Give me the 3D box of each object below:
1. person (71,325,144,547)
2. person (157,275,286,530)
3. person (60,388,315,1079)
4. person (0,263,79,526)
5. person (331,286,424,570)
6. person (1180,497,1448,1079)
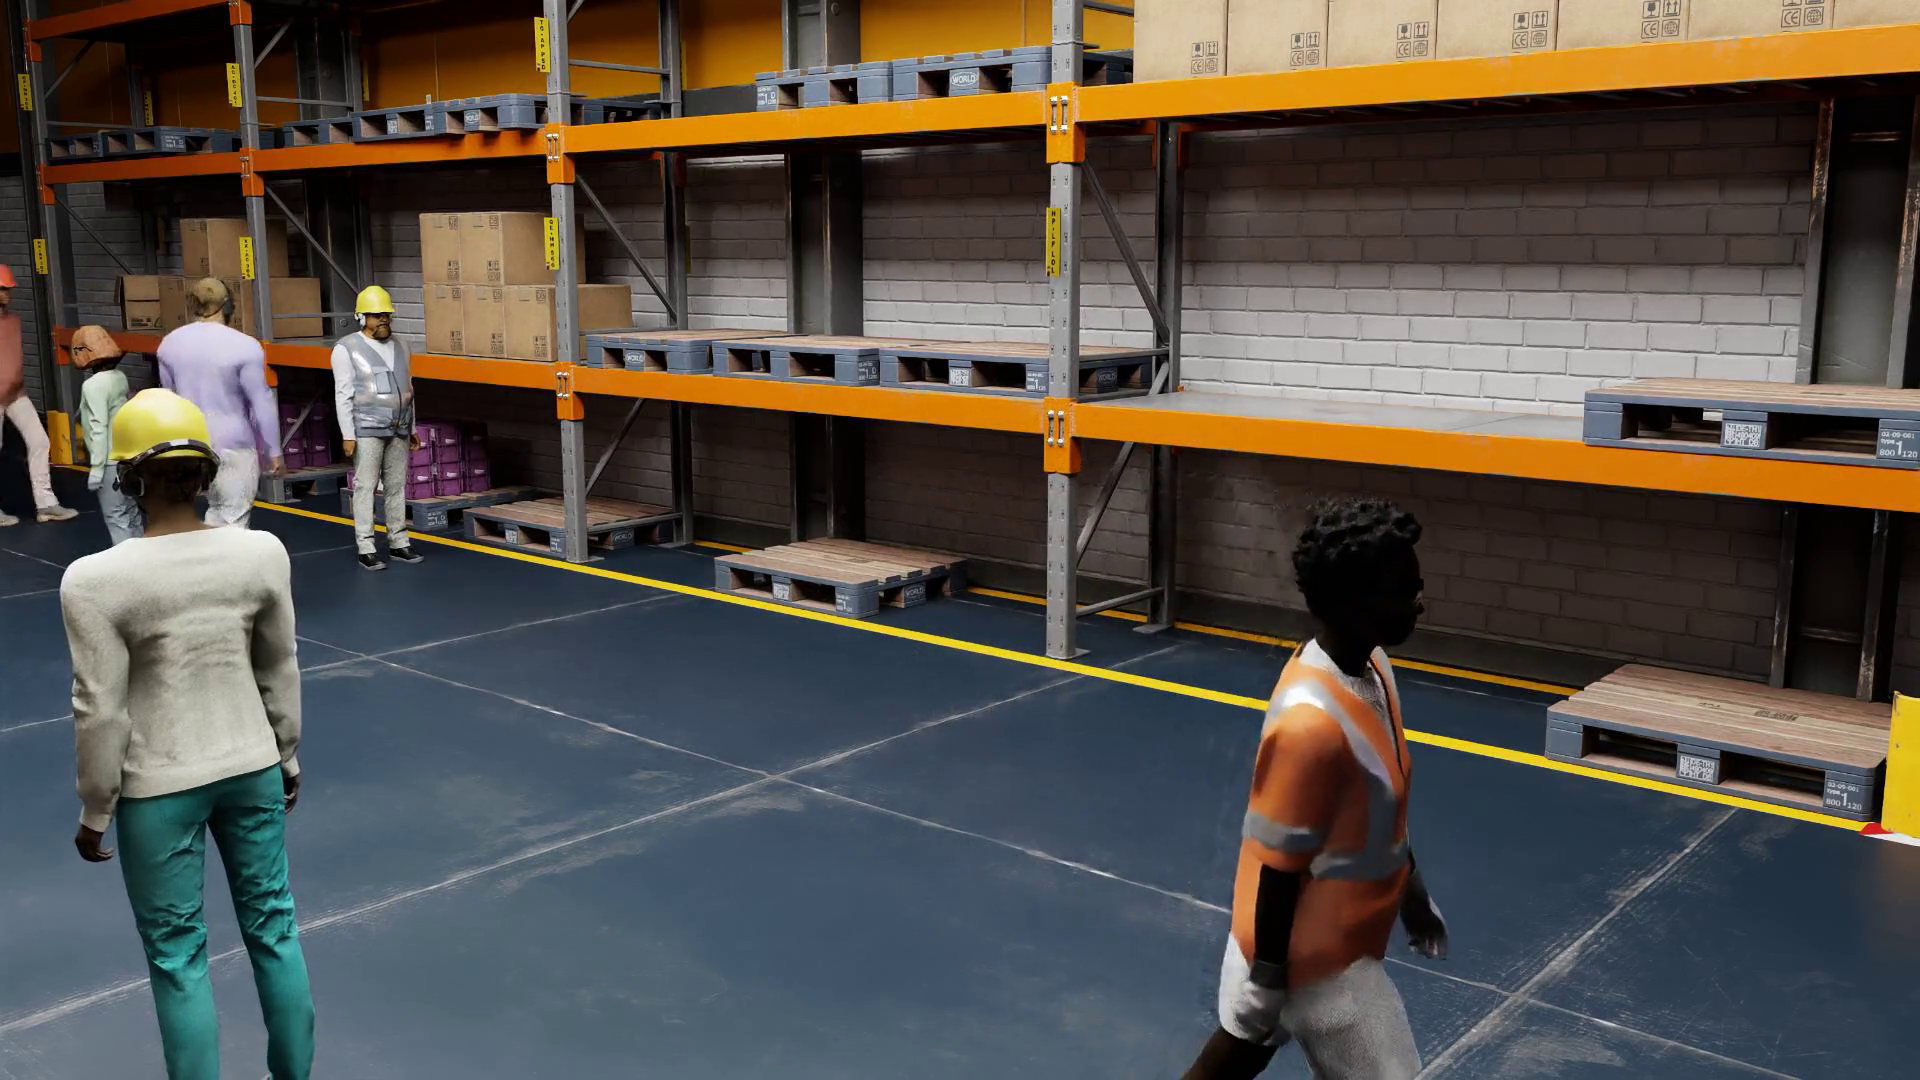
[{"bbox_3d":[-4.955,-0.429,9.685,0.285,1.632,0.499,-1,10,-8],"label":"person"},{"bbox_3d":[-4.111,-0.511,9.338,0.673,1.918,0.477,3,10,16],"label":"person"},{"bbox_3d":[-1.750,0.541,3.784,0.326,1.767,0.533,7,12,36],"label":"person"},{"bbox_3d":[-7.026,-1.070,12.379,0.823,1.962,0.643,1,10,7],"label":"person"},{"bbox_3d":[-3.767,-0.730,10.828,0.404,1.831,0.600,6,12,32],"label":"person"},{"bbox_3d":[0.689,0.725,3.107,0.918,1.638,0.530,3,10,17],"label":"person"}]
